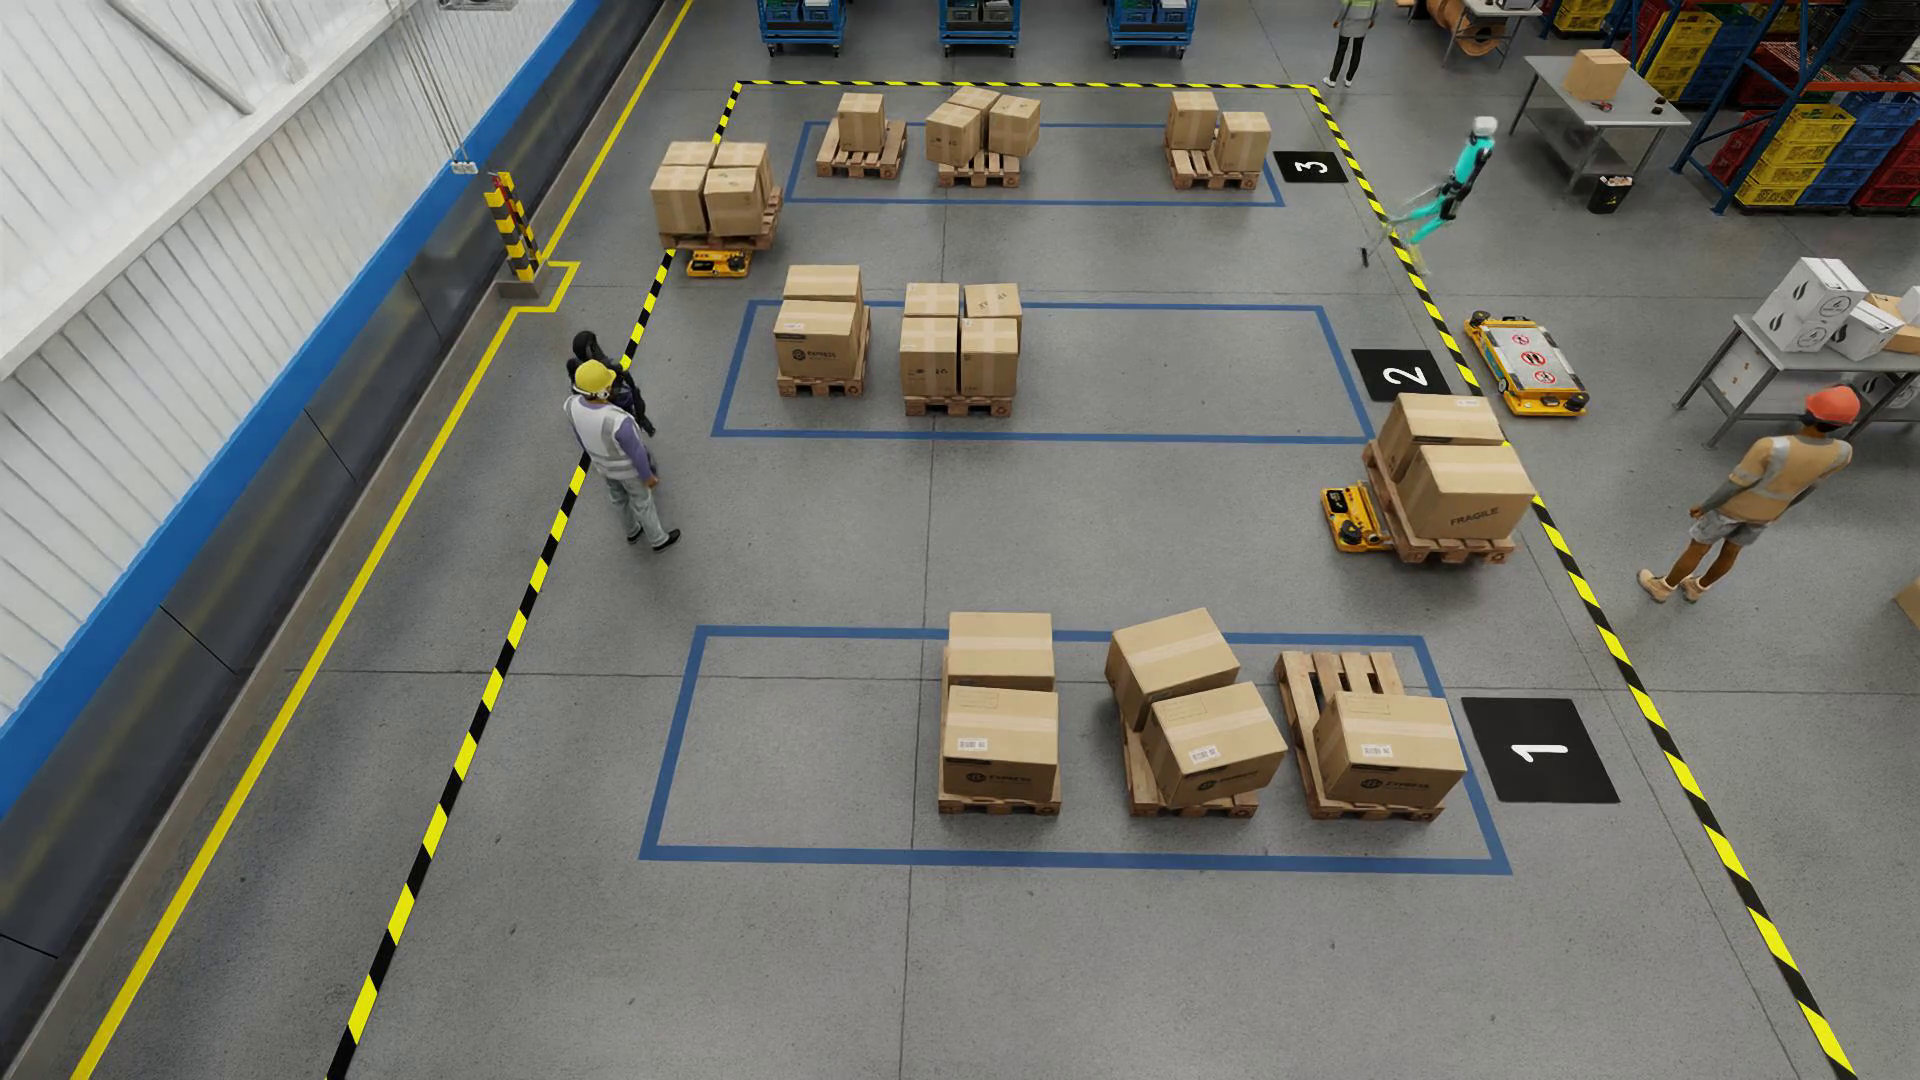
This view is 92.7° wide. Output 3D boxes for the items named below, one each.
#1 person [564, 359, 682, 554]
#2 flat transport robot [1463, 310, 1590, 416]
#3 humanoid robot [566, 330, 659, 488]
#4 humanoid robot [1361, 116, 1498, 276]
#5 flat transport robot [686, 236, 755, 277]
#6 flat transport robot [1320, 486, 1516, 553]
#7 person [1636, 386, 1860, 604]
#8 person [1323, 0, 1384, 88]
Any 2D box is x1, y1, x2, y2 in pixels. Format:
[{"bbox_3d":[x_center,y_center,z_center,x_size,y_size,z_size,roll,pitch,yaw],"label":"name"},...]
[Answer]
[{"bbox_3d":[-2.592,-0.613,7.029,0.592,1.831,0.403,22,53,18],"label":"person"},{"bbox_3d":[5.573,-1.757,9.054,0.659,0.231,1.431,1,49,1],"label":"flat transport robot"},{"bbox_3d":[-2.825,-1.093,7.557,0.613,1.647,0.458,7,49,6],"label":"humanoid robot"},{"bbox_3d":[4.865,-3.593,9.686,0.955,1.763,0.544,9,50,8],"label":"humanoid robot"},{"bbox_3d":[-2.689,-3.514,10.557,0.652,0.197,1.431,1,49,1],"label":"flat transport robot"},{"bbox_3d":[3.843,-0.205,7.692,1.431,0.197,0.652,1,49,1],"label":"flat transport robot"},{"bbox_3d":[5.652,-0.268,6.593,0.604,2.045,0.383,4,49,3],"label":"person"},{"bbox_3d":[5.555,-7.336,12.839,0.587,1.847,0.397,0,49,0],"label":"person"}]
